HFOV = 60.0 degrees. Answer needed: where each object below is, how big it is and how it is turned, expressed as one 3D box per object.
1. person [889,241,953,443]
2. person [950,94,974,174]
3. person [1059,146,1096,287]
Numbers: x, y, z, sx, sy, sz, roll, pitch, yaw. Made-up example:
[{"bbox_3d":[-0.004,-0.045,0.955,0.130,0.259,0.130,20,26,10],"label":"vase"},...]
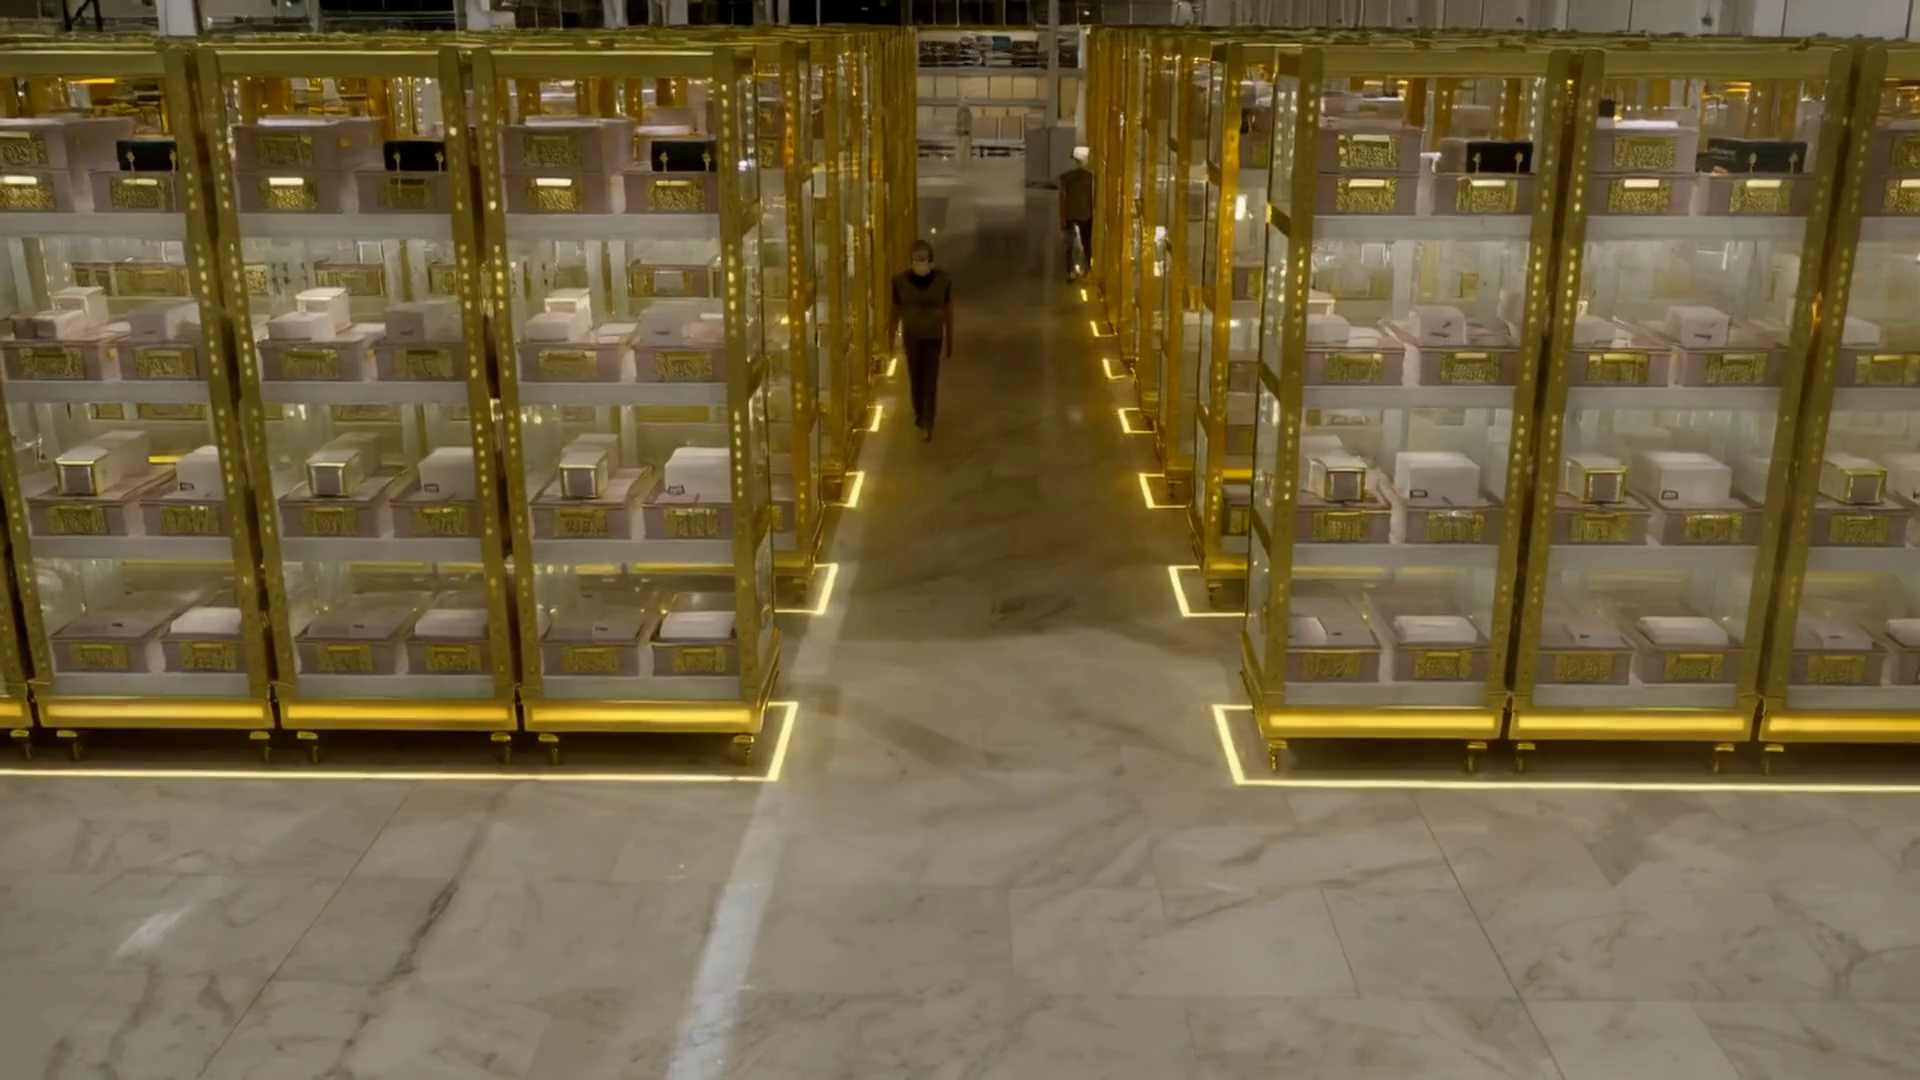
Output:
[{"bbox_3d":[-0.356,-1.879,15.404,0.583,1.804,0.957,1,17,2],"label":"person"},{"bbox_3d":[0.107,-10.093,41.362,0.535,1.937,0.611,-10,20,-28],"label":"person"},{"bbox_3d":[1.728,-4.641,23.883,0.622,1.992,0.393,9,20,27],"label":"person"}]
